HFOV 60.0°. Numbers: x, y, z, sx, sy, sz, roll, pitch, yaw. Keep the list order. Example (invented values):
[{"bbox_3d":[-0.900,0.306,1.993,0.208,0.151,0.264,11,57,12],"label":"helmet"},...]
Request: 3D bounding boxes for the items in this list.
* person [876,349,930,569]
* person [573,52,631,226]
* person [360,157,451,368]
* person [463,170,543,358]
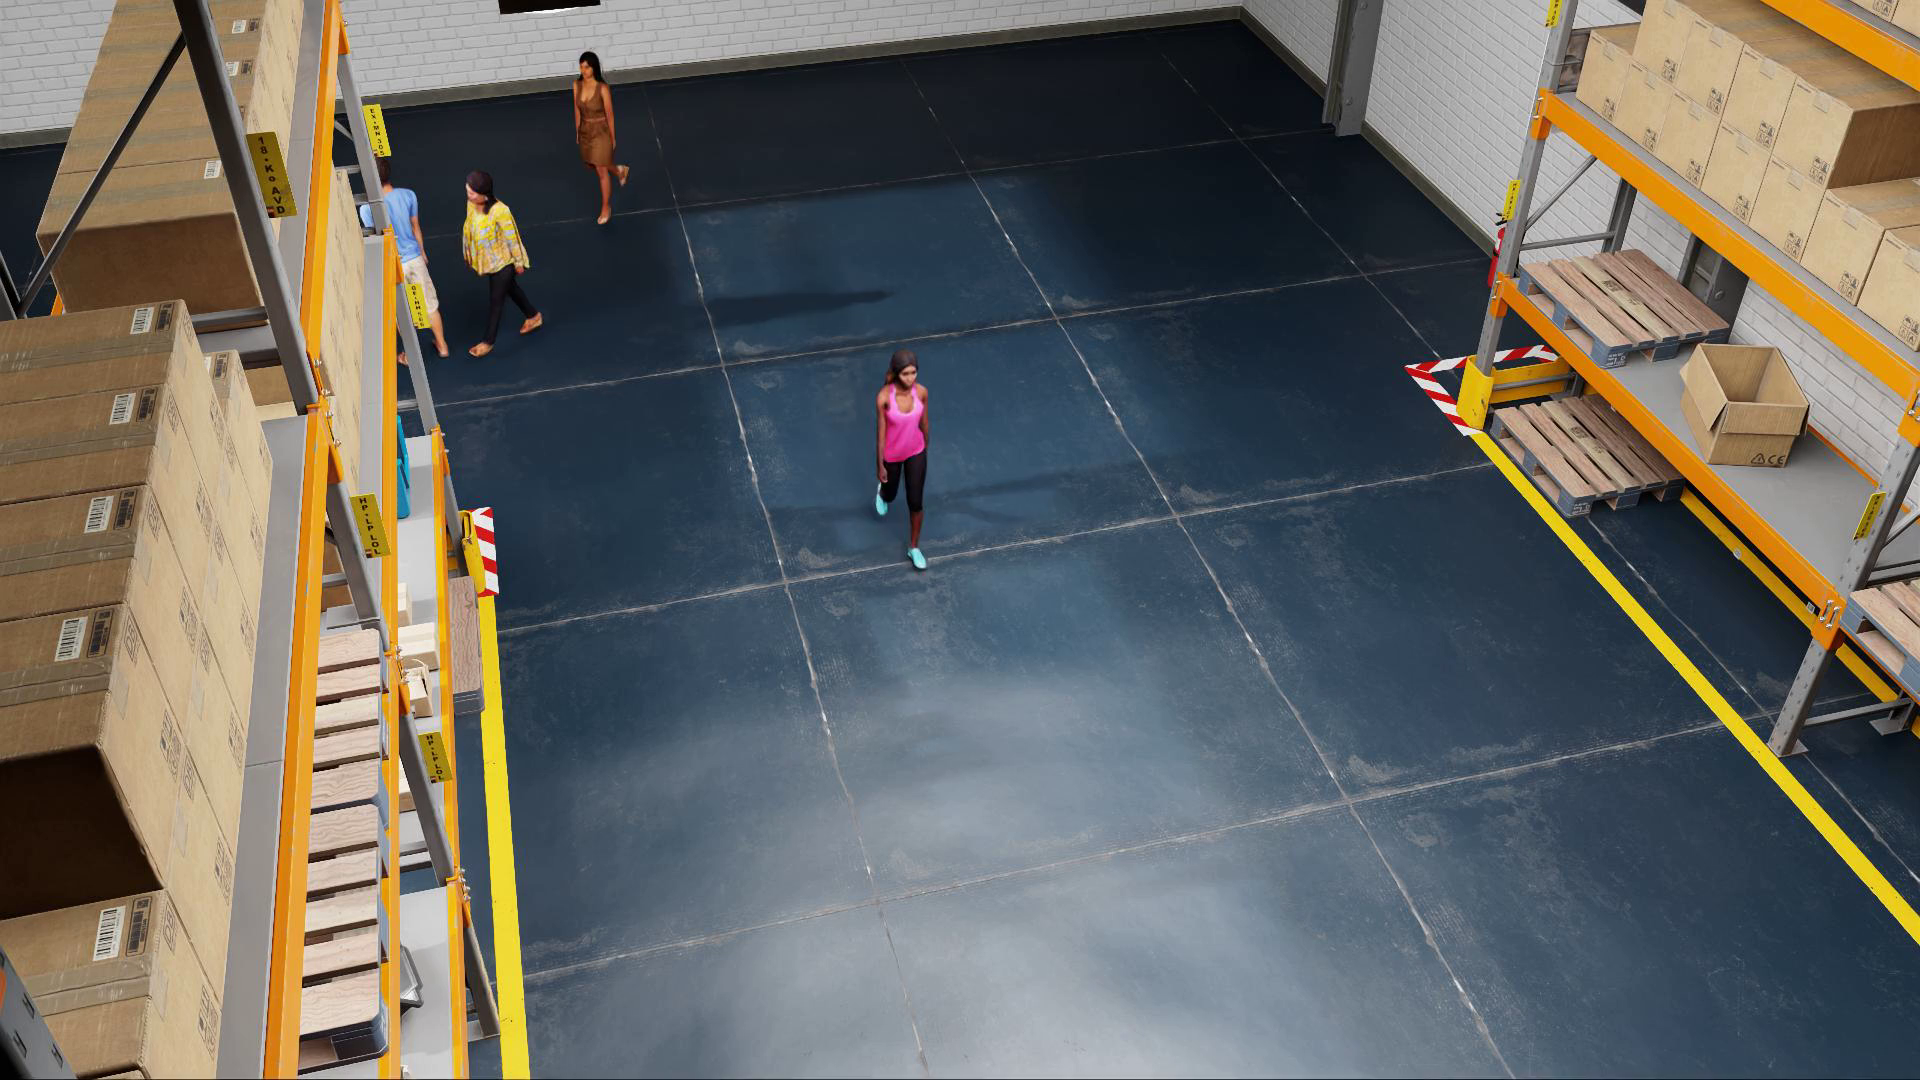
[{"bbox_3d":[-0.441,-0.640,11.821,0.549,1.702,0.987,-10,40,-12],"label":"person"},{"bbox_3d":[-3.429,-3.877,15.897,0.887,1.673,0.977,16,41,19],"label":"person"},{"bbox_3d":[-4.623,-2.300,13.770,0.727,1.862,0.707,-28,47,-31],"label":"person"},{"bbox_3d":[-3.845,-2.378,14.073,1.127,1.607,1.118,28,46,30],"label":"person"}]
